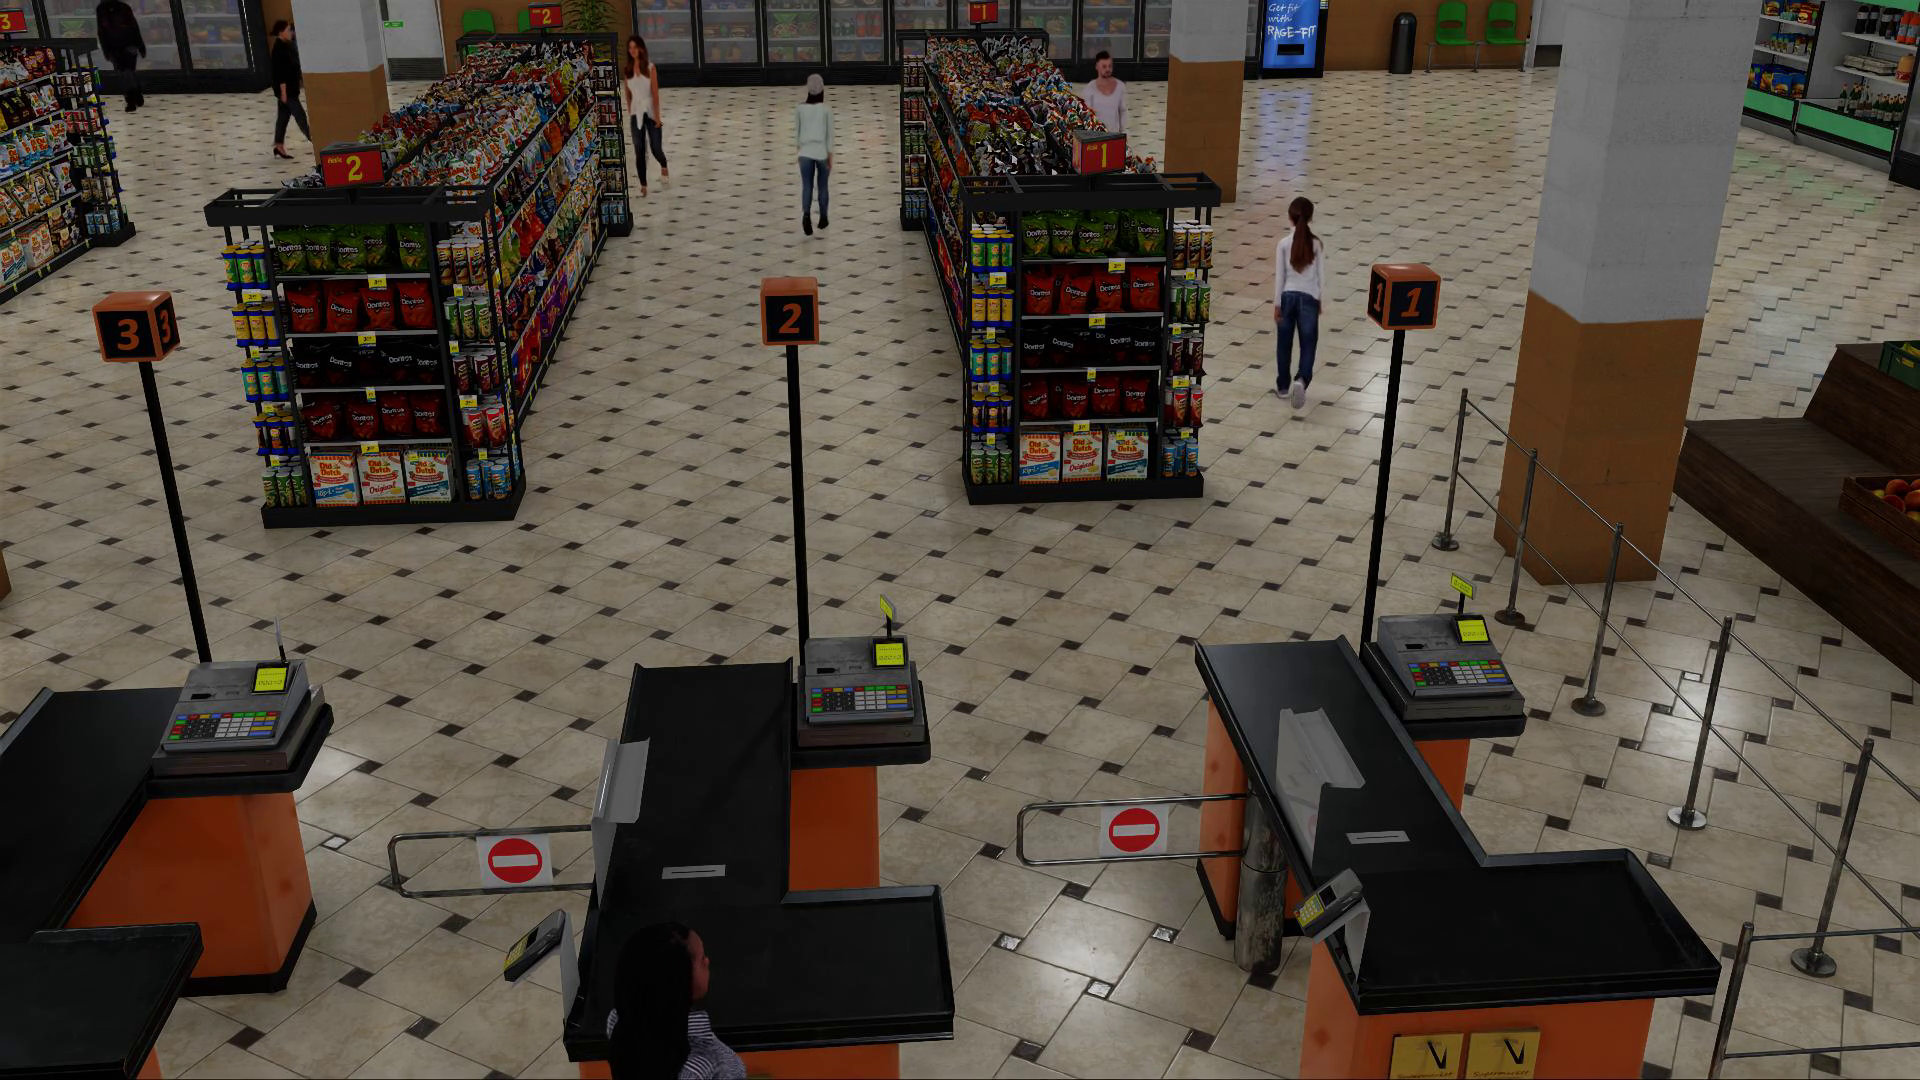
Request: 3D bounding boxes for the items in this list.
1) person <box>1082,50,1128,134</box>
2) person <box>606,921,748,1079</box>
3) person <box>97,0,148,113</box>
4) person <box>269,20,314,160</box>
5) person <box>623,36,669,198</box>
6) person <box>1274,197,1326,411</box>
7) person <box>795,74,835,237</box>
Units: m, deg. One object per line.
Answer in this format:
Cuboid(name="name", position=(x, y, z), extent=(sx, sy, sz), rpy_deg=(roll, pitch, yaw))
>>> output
Cuboid(name="person", position=(1.490, -4.253, 17.589), extent=(0.756, 1.825, 0.718), rpy_deg=(-9, 25, -20))
Cuboid(name="person", position=(-0.675, 1.679, 4.160), extent=(0.733, 1.724, 0.650), rpy_deg=(-20, 31, -39))
Cuboid(name="person", position=(-12.297, -7.264, 24.519), extent=(0.717, 1.787, 1.210), rpy_deg=(-2, 24, -5))
Cuboid(name="person", position=(-8.542, -5.616, 20.870), extent=(0.797, 1.692, 0.964), rpy_deg=(-5, 24, -11))
Cuboid(name="person", position=(-3.551, -4.820, 18.969), extent=(0.751, 1.757, 1.108), rpy_deg=(4, 24, 9))
Cuboid(name="person", position=(2.463, -1.699, 12.108), extent=(0.711, 1.539, 1.037), rpy_deg=(5, 24, 10))
Cuboid(name="person", position=(-1.517, -3.957, 17.164), extent=(0.654, 1.623, 1.061), rpy_deg=(1, 24, 3))
